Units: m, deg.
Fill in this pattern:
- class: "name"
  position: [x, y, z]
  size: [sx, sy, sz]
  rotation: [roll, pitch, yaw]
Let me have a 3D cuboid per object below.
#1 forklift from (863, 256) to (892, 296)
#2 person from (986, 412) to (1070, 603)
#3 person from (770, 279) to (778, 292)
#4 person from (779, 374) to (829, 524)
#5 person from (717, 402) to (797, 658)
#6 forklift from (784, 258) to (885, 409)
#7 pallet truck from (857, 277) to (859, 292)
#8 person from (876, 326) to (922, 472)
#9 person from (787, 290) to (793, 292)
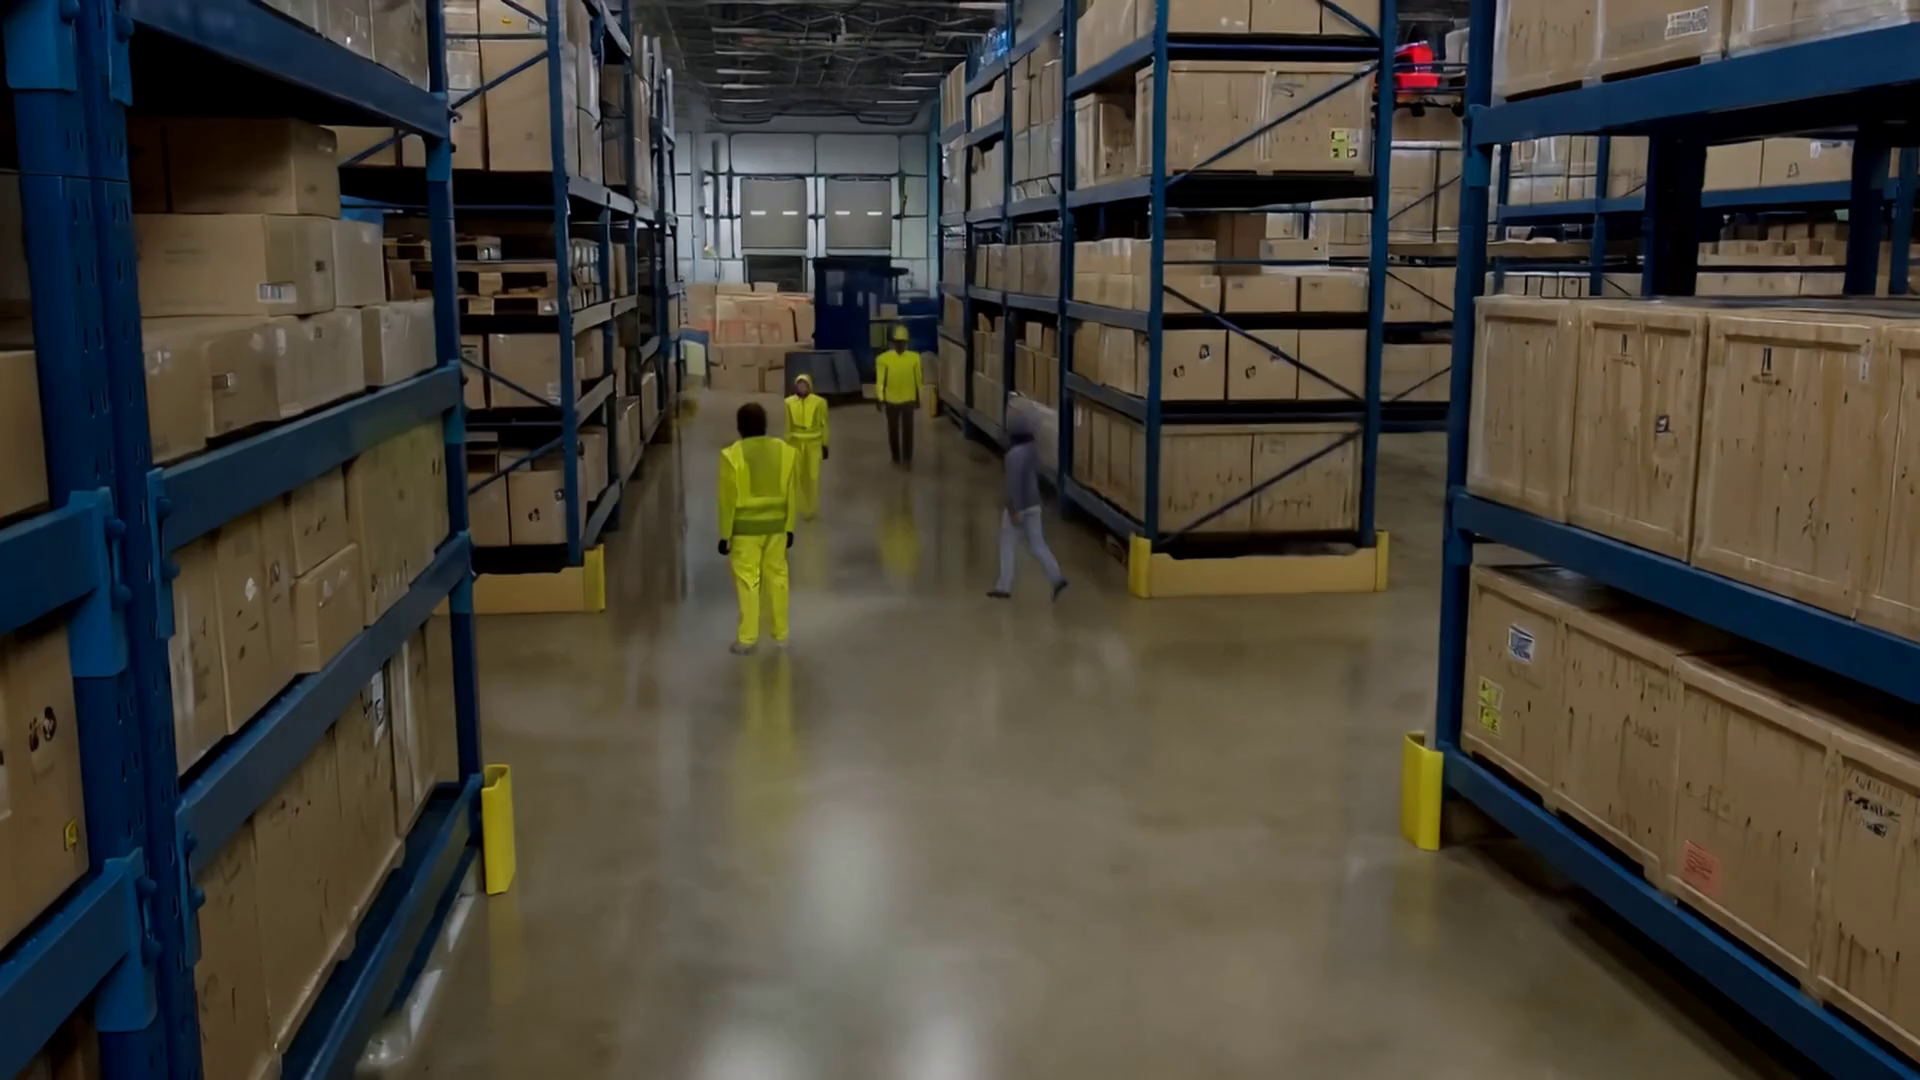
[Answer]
- class: "forklift"
  position: [-2.730, -8.007, 55.180]
  size: [1.129, 2.768, 1.873]
  rotation: [-7, 12, -35]
- class: "person"
  position: [0.581, -0.265, 13.815]
  size: [0.505, 1.603, 0.713]
  rotation: [-8, 13, -41]
- class: "person"
  position: [-7.613, -9.709, 67.994]
  size: [0.986, 1.889, 0.562]
  rotation: [2, 10, 13]
- class: "person"
  position: [-1.701, -0.979, 17.937]
  size: [0.535, 1.605, 0.744]
  rotation: [1, 10, 7]
- class: "person"
  position: [-1.475, -0.069, 11.989]
  size: [0.624, 1.845, 0.430]
  rotation: [-7, 12, -34]
- class: "forklift"
  position: [-2.374, -3.946, 31.538]
  size: [1.129, 2.768, 1.873]
  rotation: [8, 12, 37]
- class: "pallet truck"
  position: [-3.782, -9.391, 65.808]
  size: [1.885, 1.965, 0.823]
  rotation: [2, 10, 10]
- class: "person"
  position: [-0.823, -1.926, 22.537]
  size: [0.621, 1.948, 1.039]
  rotation: [-1, 10, -4]
- class: "person"
  position: [-6.150, -8.235, 60.144]
  size: [0.475, 1.614, 0.534]
  rotation: [-6, 11, -30]
